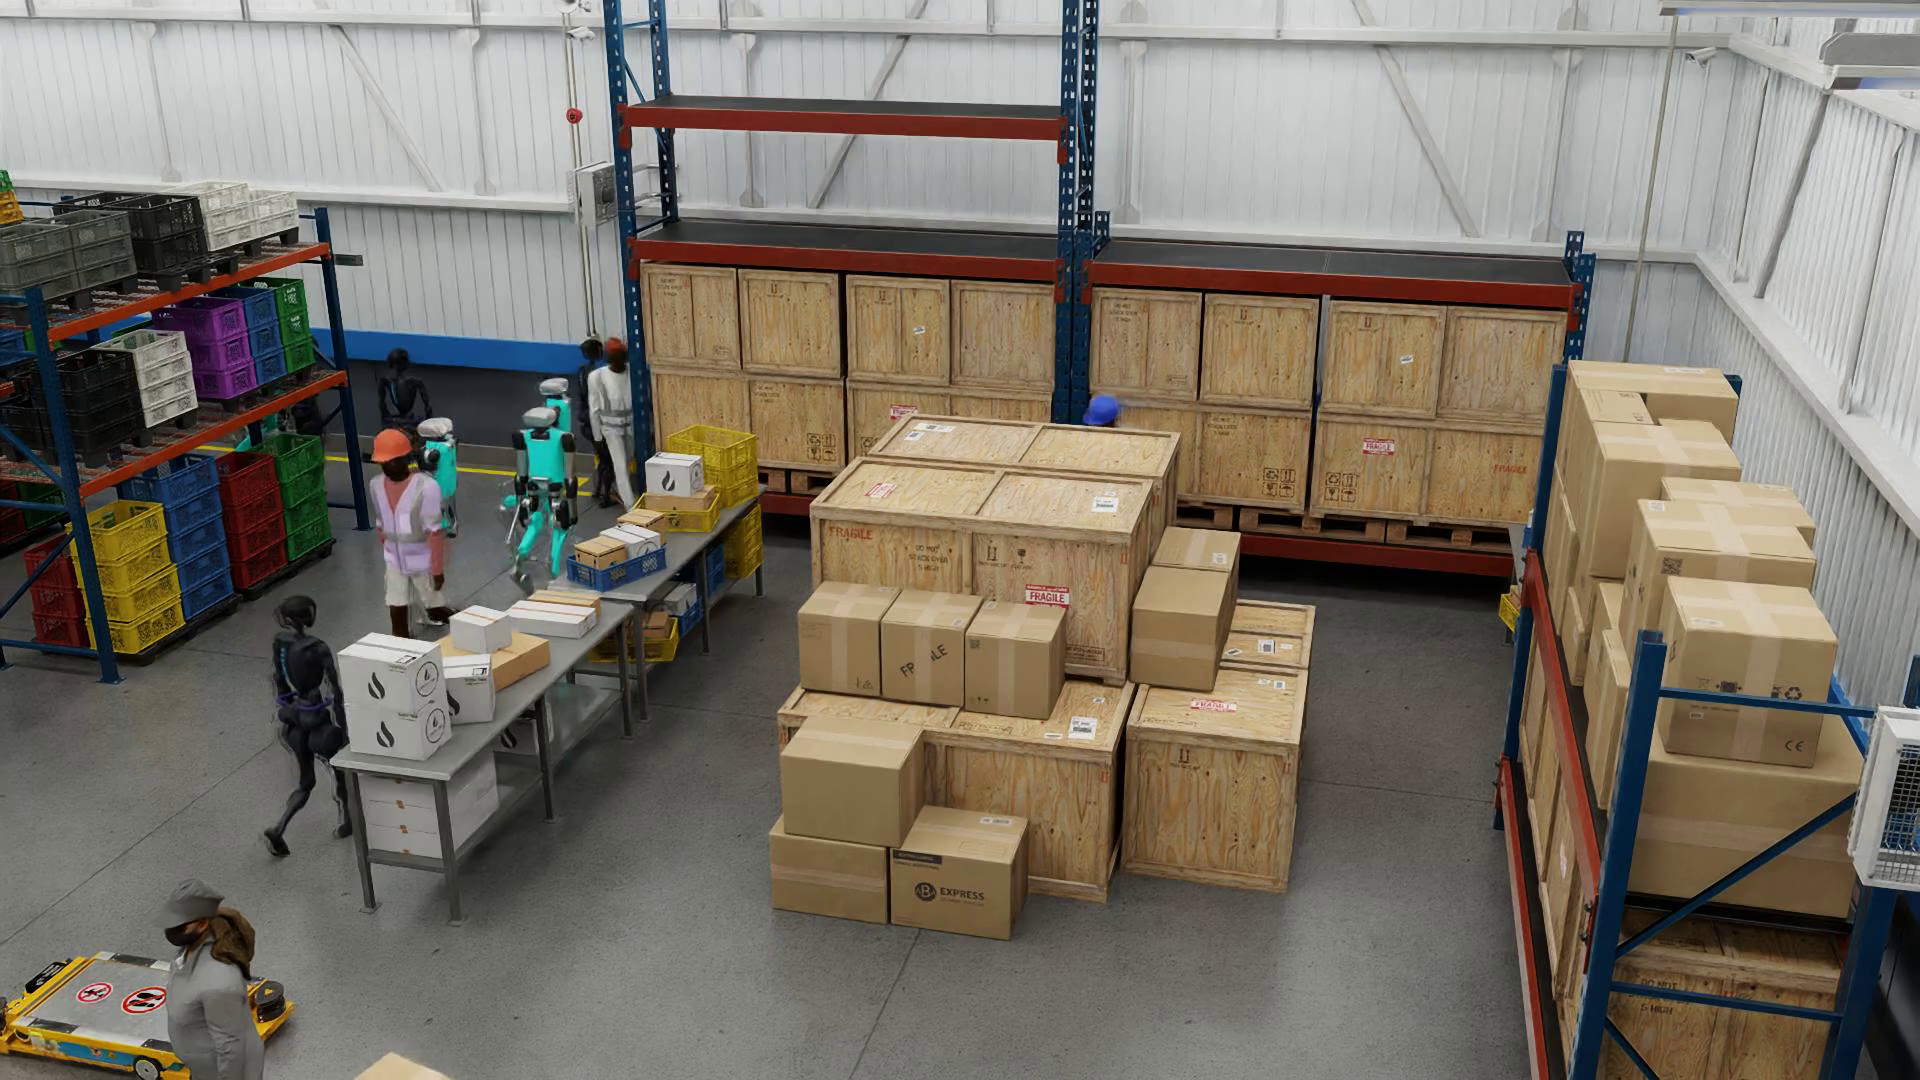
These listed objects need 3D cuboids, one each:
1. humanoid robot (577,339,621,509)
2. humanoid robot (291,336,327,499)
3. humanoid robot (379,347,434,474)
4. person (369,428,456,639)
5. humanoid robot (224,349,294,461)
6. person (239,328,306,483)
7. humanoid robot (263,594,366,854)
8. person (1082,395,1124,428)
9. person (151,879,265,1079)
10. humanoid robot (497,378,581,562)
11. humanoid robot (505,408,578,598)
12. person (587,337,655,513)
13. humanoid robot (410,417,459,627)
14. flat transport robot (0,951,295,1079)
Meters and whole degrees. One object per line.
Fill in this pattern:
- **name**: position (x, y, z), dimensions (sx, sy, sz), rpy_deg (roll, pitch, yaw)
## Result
- **humanoid robot**: position (-3.471, -1.121, 16.000), dimensions (0.610, 1.656, 0.311), rpy_deg (18, 28, 39)
- **humanoid robot**: position (-6.336, -1.157, 16.110), dimensions (0.428, 1.646, 0.606), rpy_deg (-11, 23, -26)
- **humanoid robot**: position (-5.215, -1.007, 15.722), dimensions (0.589, 1.671, 0.353), rpy_deg (6, 22, 15)
- **person**: position (-4.023, 0.121, 12.293), dimensions (0.610, 2.020, 0.880), rpy_deg (6, 22, 14)
- **humanoid robot**: position (-6.845, -1.205, 16.110), dimensions (0.850, 1.738, 0.565), rpy_deg (7, 22, 18)
- **person**: position (-6.925, -1.383, 16.546), dimensions (0.791, 1.782, 0.651), rpy_deg (0, 21, -1)
- **humanoid robot**: position (-3.997, 1.126, 10.139), dimensions (0.609, 1.634, 0.623), rpy_deg (11, 24, 27)
- **person**: position (1.229, -0.276, 13.479), dimensions (0.534, 1.901, 0.630), rpy_deg (3, 21, 8)
- **person**: position (-3.147, 2.221, 7.133), dimensions (0.397, 1.769, 0.566), rpy_deg (-14, 25, -33)
- **humanoid robot**: position (-3.663, -0.546, 14.462), dimensions (1.055, 1.745, 0.544), rpy_deg (0, 21, -1)
- **humanoid robot**: position (-3.384, -0.131, 13.327), dimensions (0.553, 1.746, 0.892), rpy_deg (4, 21, 10)
- **person**: position (-3.184, -1.050, 15.626), dimensions (0.600, 1.825, 1.057), rpy_deg (-12, 24, -29)
- **humanoid robot**: position (-4.320, -0.155, 13.255), dimensions (0.721, 1.691, 0.532), rpy_deg (1, 21, 4)
- **flat transport robot**: position (-4.270, 2.464, 8.601), dimensions (1.431, 0.231, 0.659), rpy_deg (5, 22, 13)
